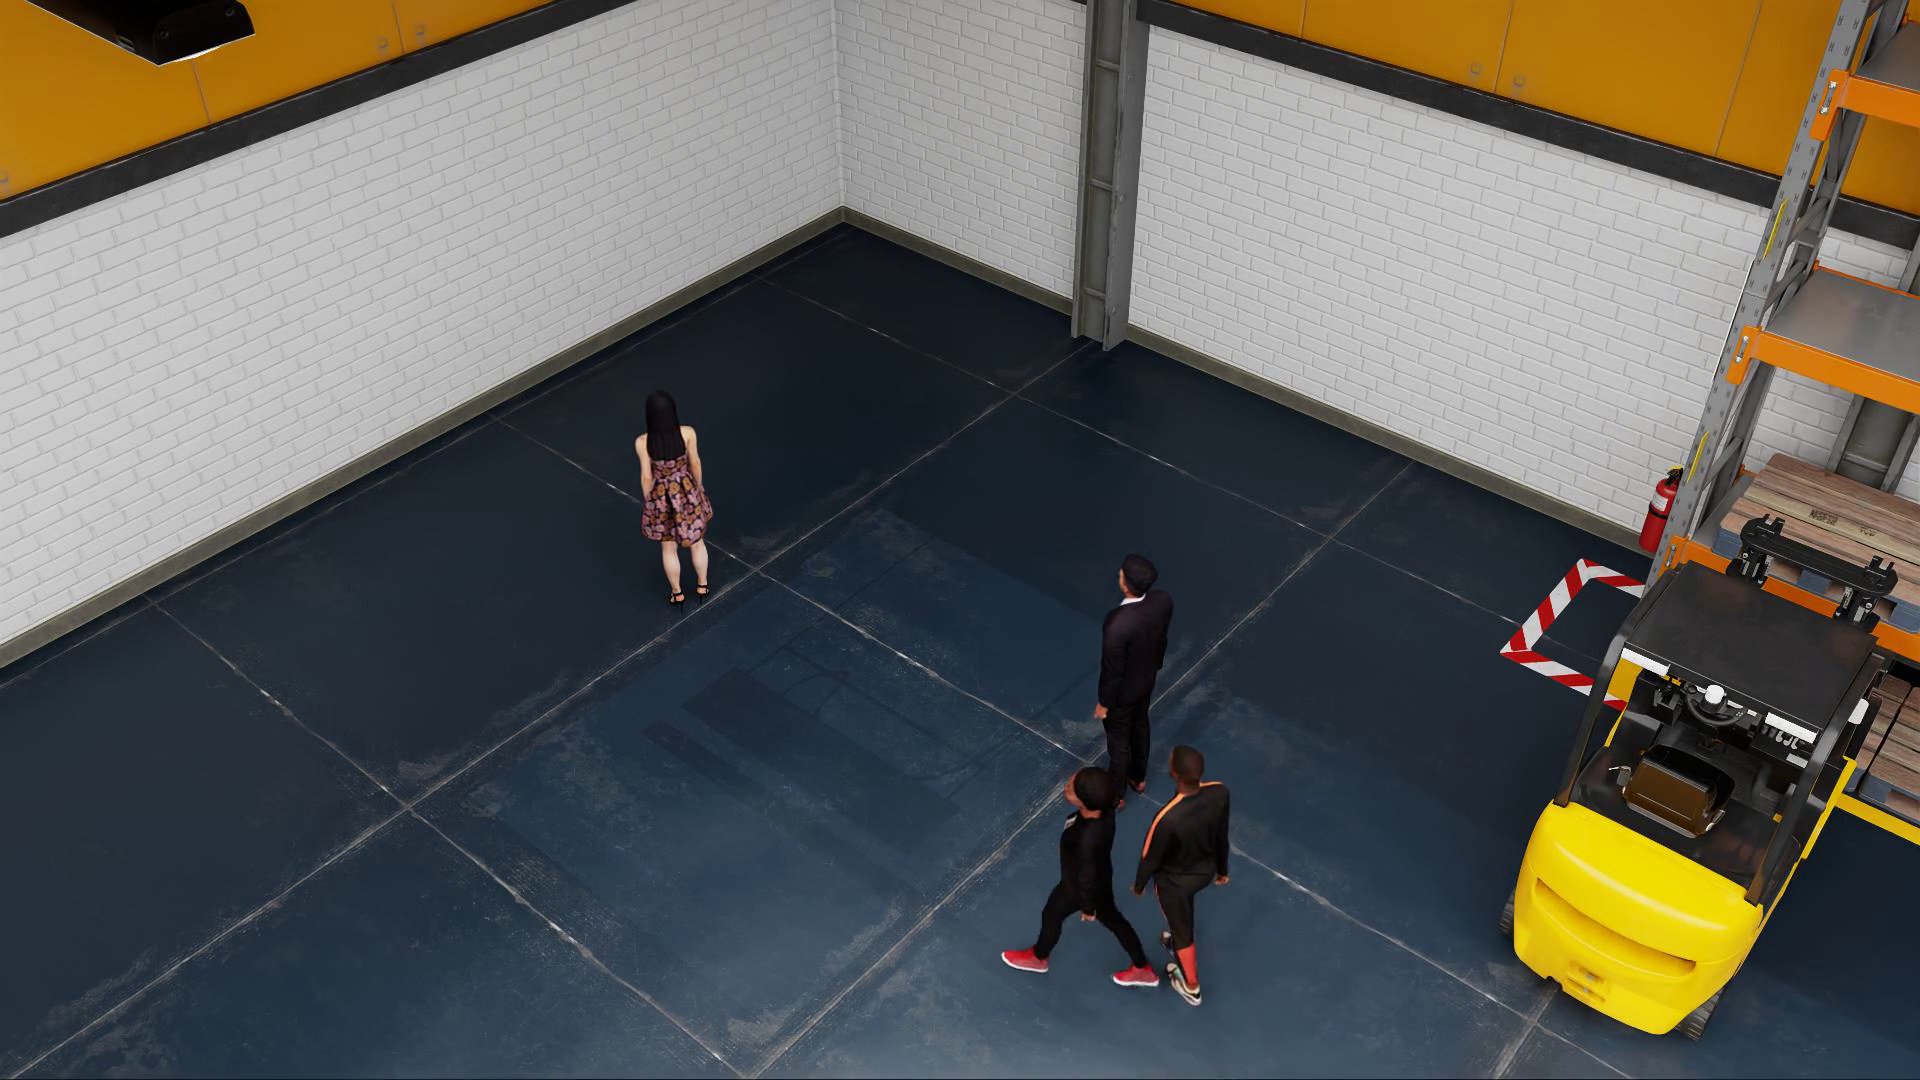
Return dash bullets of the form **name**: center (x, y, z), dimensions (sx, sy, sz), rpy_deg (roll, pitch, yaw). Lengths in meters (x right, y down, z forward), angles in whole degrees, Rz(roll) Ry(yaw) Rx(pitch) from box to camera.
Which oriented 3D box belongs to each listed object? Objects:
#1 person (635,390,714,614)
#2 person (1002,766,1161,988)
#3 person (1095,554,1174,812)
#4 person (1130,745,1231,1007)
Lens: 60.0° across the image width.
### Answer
- **person**: center (-1.928, -0.265, 11.232), dimensions (0.787, 1.774, 0.822), rpy_deg (-14, 41, -17)
- **person**: center (0.749, 1.803, 8.751), dimensions (1.165, 1.639, 0.814), rpy_deg (15, 41, 17)
- **person**: center (0.996, 0.837, 9.765), dimensions (0.558, 1.884, 0.704), rpy_deg (31, 48, 33)
- **person**: center (1.222, 1.806, 8.627), dimensions (0.753, 1.790, 0.794), rpy_deg (-19, 43, -23)
